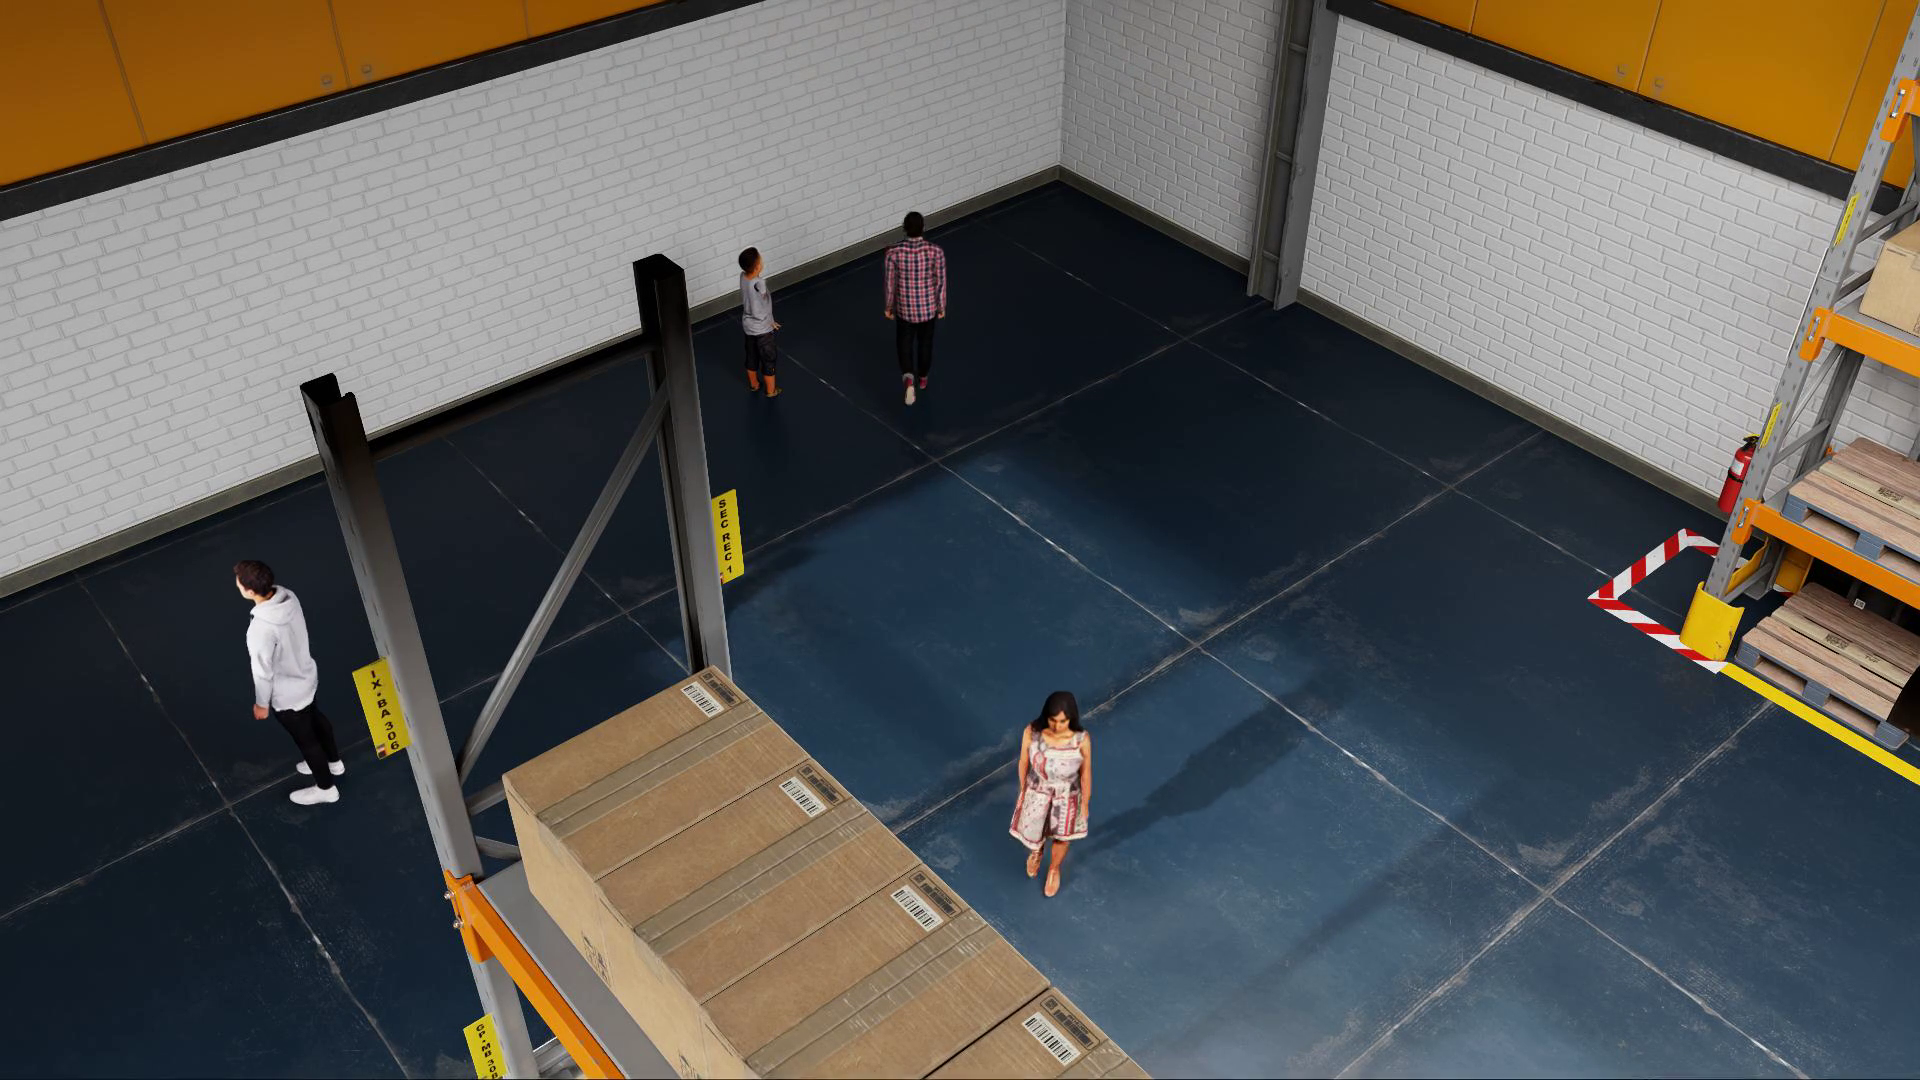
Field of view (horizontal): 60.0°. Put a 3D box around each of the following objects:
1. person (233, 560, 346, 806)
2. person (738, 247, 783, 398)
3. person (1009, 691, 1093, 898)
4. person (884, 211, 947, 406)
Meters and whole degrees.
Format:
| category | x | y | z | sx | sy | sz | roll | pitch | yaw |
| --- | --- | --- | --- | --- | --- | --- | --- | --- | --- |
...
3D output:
| category | x | y | z | sx | sy | sz | roll | pitch | yaw |
| --- | --- | --- | --- | --- | --- | --- | --- | --- | --- |
| person | -4.163 | 0.898 | 10.416 | 0.877 | 1.926 | 0.800 | -1 | 39 | -2 |
| person | -1.740 | -1.914 | 14.310 | 0.511 | 1.460 | 0.670 | 25 | 45 | 28 |
| person | 0.580 | 1.456 | 9.950 | 0.804 | 1.635 | 0.864 | 5 | 39 | 6 |
| person | -0.375 | -1.961 | 14.141 | 0.996 | 1.744 | 1.084 | -1 | 39 | -1 |
